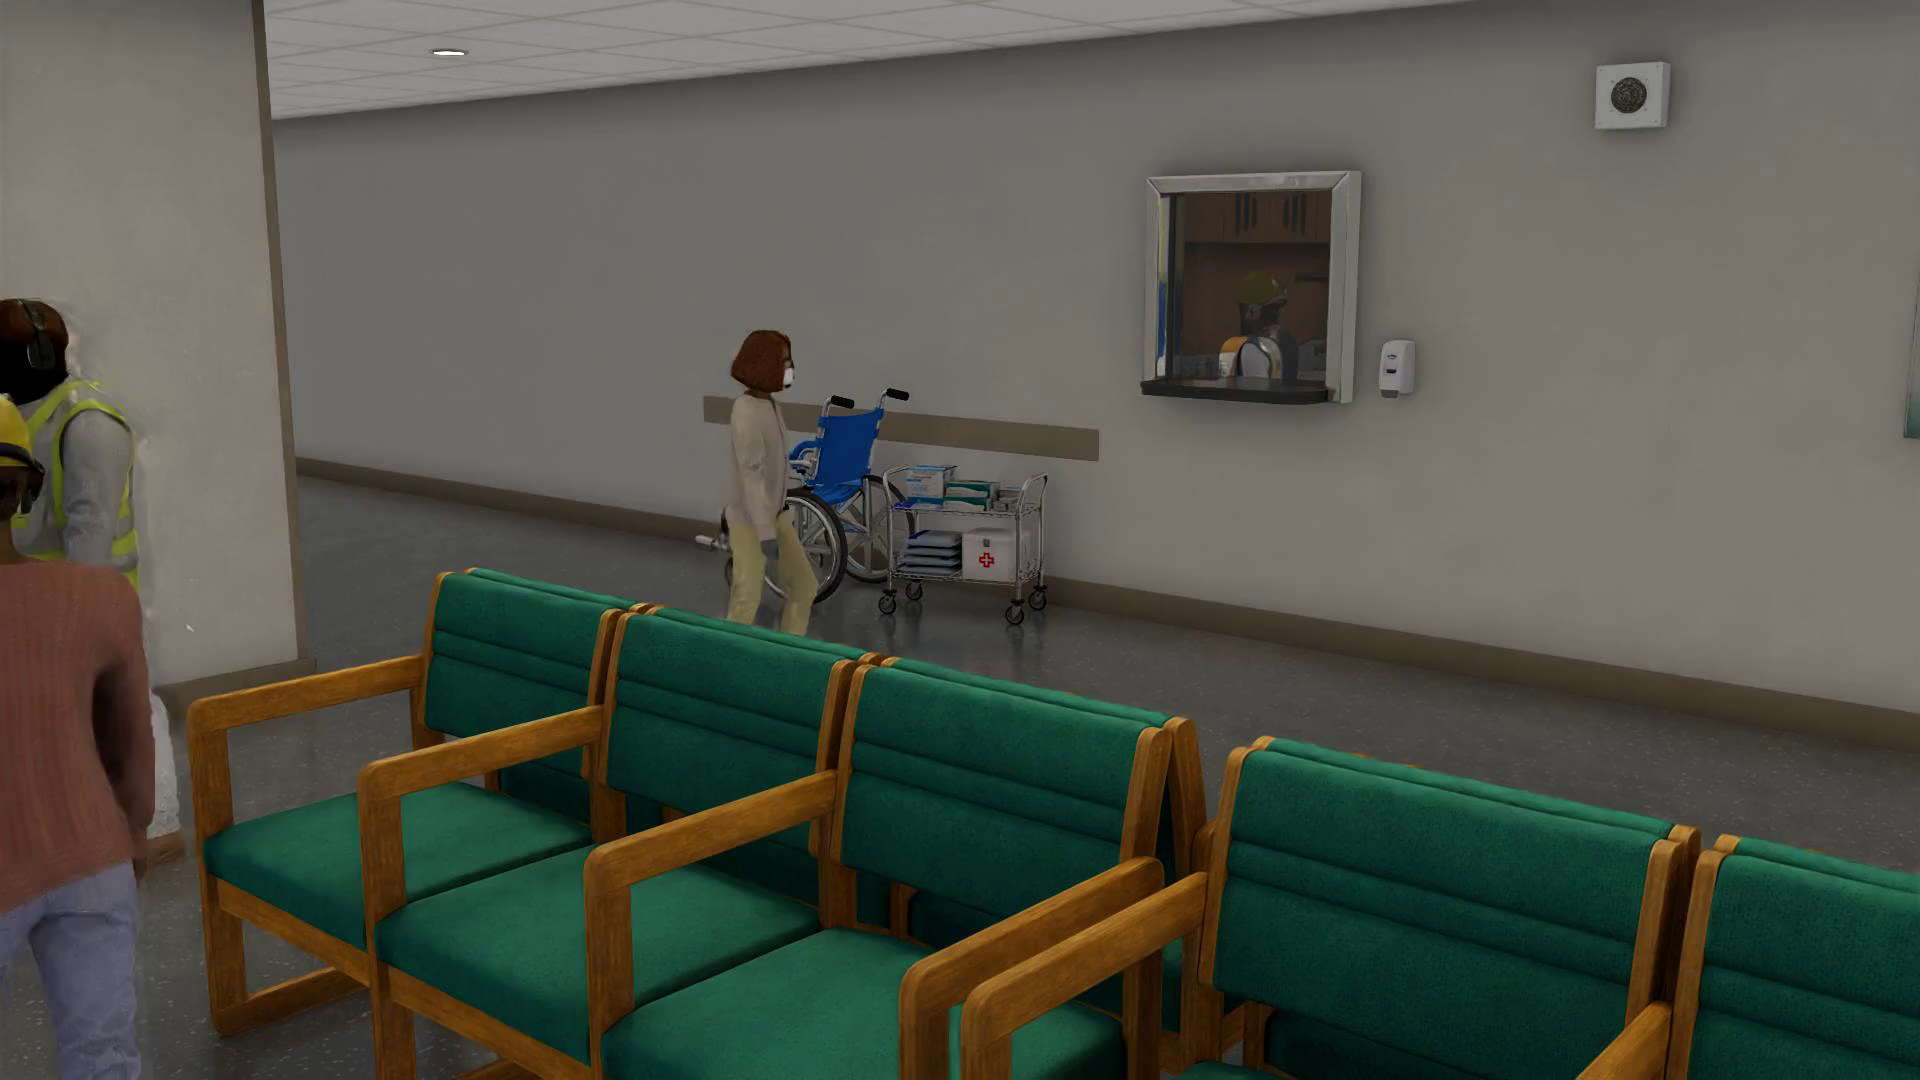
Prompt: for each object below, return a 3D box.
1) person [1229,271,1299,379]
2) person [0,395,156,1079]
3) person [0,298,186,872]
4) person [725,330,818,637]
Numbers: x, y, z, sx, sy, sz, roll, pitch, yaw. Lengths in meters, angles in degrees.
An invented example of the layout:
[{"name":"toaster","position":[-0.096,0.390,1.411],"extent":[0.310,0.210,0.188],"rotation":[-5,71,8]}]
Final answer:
[{"name":"person","position":[1.607,-0.527,9.003],"extent":[0.404,1.830,0.603],"rotation":[5,11,28]},{"name":"person","position":[-1.718,0.583,2.964],"extent":[0.859,1.723,0.555],"rotation":[8,13,39]},{"name":"person","position":[-2.778,0.202,4.927],"extent":[0.646,1.801,0.923],"rotation":[6,12,32]},{"name":"person","position":[-0.752,-0.060,6.957],"extent":[0.591,1.618,0.519],"rotation":[2,10,10]}]
